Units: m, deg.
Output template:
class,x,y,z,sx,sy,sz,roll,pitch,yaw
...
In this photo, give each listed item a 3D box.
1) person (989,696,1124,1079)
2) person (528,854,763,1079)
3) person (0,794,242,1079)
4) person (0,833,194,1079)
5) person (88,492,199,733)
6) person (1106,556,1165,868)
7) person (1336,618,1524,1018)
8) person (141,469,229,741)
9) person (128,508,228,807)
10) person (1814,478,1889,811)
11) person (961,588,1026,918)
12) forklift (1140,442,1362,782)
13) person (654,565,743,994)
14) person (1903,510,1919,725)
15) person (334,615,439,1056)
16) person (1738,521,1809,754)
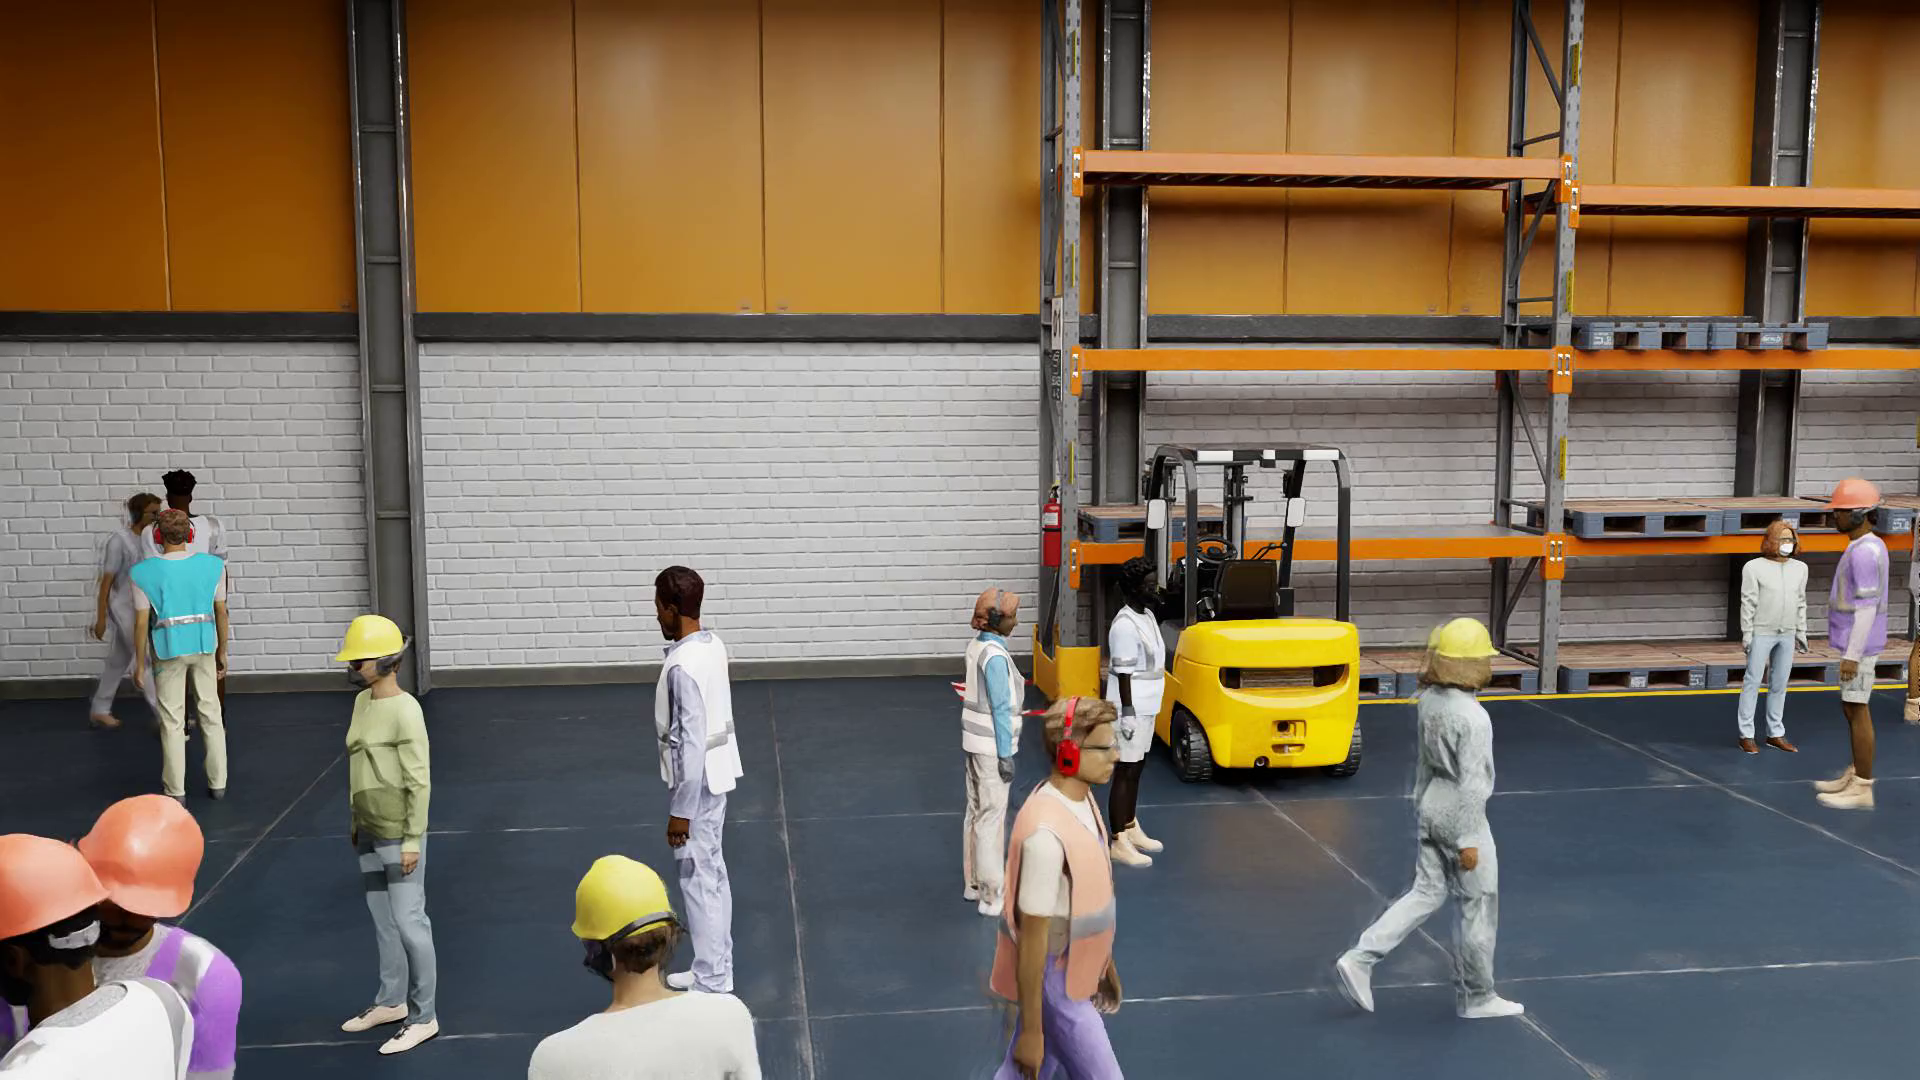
class,x,y,z,sx,sy,sz,roll,pitch,yaw
person,0.386,1.353,5.023,0.955,1.790,0.588,1,7,10
person,-0.681,1.554,3.690,0.544,1.711,0.942,-5,8,-36
person,-1.878,1.468,3.656,0.628,1.875,0.535,0,7,-3
person,-1.689,1.501,3.176,0.388,1.926,0.546,1,7,6
person,-6.109,0.539,12.273,0.914,1.783,0.534,1,7,10
person,0.972,0.930,9.166,0.315,1.696,0.541,2,7,19
person,1.996,1.173,6.953,0.741,1.721,0.491,-1,7,-12
person,-5.595,0.468,12.039,0.600,1.967,0.369,-6,9,-44
person,-4.810,0.728,10.288,0.564,1.847,0.396,-6,9,-41
person,5.488,0.635,10.259,0.396,2.038,0.614,4,7,29
person,0.160,1.054,8.332,0.310,1.639,0.514,-2,7,-14
forklift,1.912,0.418,11.496,1.214,2.155,2.313,-1,7,-8
person,-1.119,1.059,7.089,0.370,1.914,0.597,0,7,1
person,7.353,0.380,12.495,0.393,2.040,0.611,4,8,33
person,-2.331,1.175,6.728,0.311,1.766,0.533,-6,9,-44
person,5.697,0.678,11.642,0.499,1.634,0.279,-1,7,-9
